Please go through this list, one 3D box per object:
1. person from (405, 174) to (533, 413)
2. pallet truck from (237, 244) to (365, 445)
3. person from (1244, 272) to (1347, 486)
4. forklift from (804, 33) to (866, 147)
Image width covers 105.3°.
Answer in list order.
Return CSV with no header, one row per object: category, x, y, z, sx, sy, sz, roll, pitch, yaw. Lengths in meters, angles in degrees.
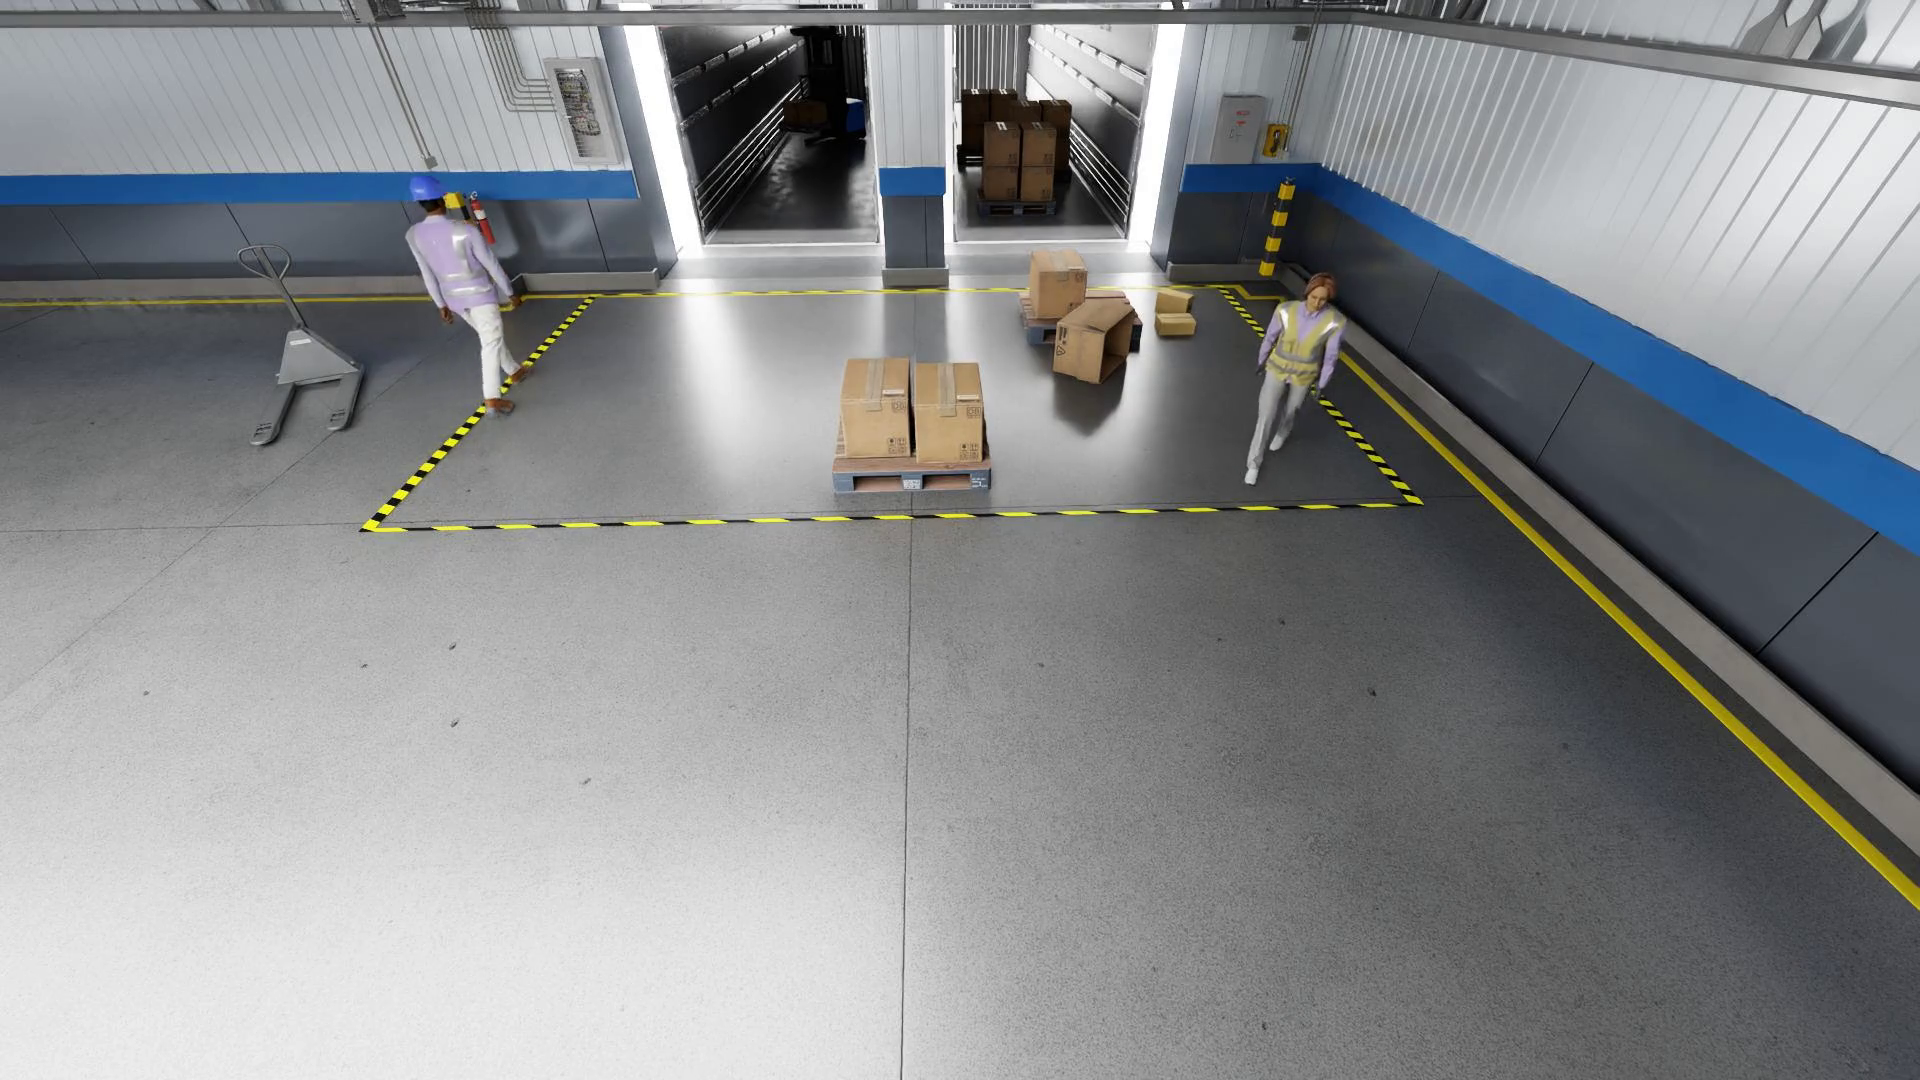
person,-4.179,-2.084,6.284,0.617,1.897,1.010,2,38,3
pallet truck,-5.915,-1.733,6.366,0.680,1.201,1.601,-18,42,-21
person,2.469,-1.234,5.462,0.538,1.569,0.870,17,42,21
forklift,-2.628,-9.748,15.821,0.716,2.013,0.776,19,42,23
